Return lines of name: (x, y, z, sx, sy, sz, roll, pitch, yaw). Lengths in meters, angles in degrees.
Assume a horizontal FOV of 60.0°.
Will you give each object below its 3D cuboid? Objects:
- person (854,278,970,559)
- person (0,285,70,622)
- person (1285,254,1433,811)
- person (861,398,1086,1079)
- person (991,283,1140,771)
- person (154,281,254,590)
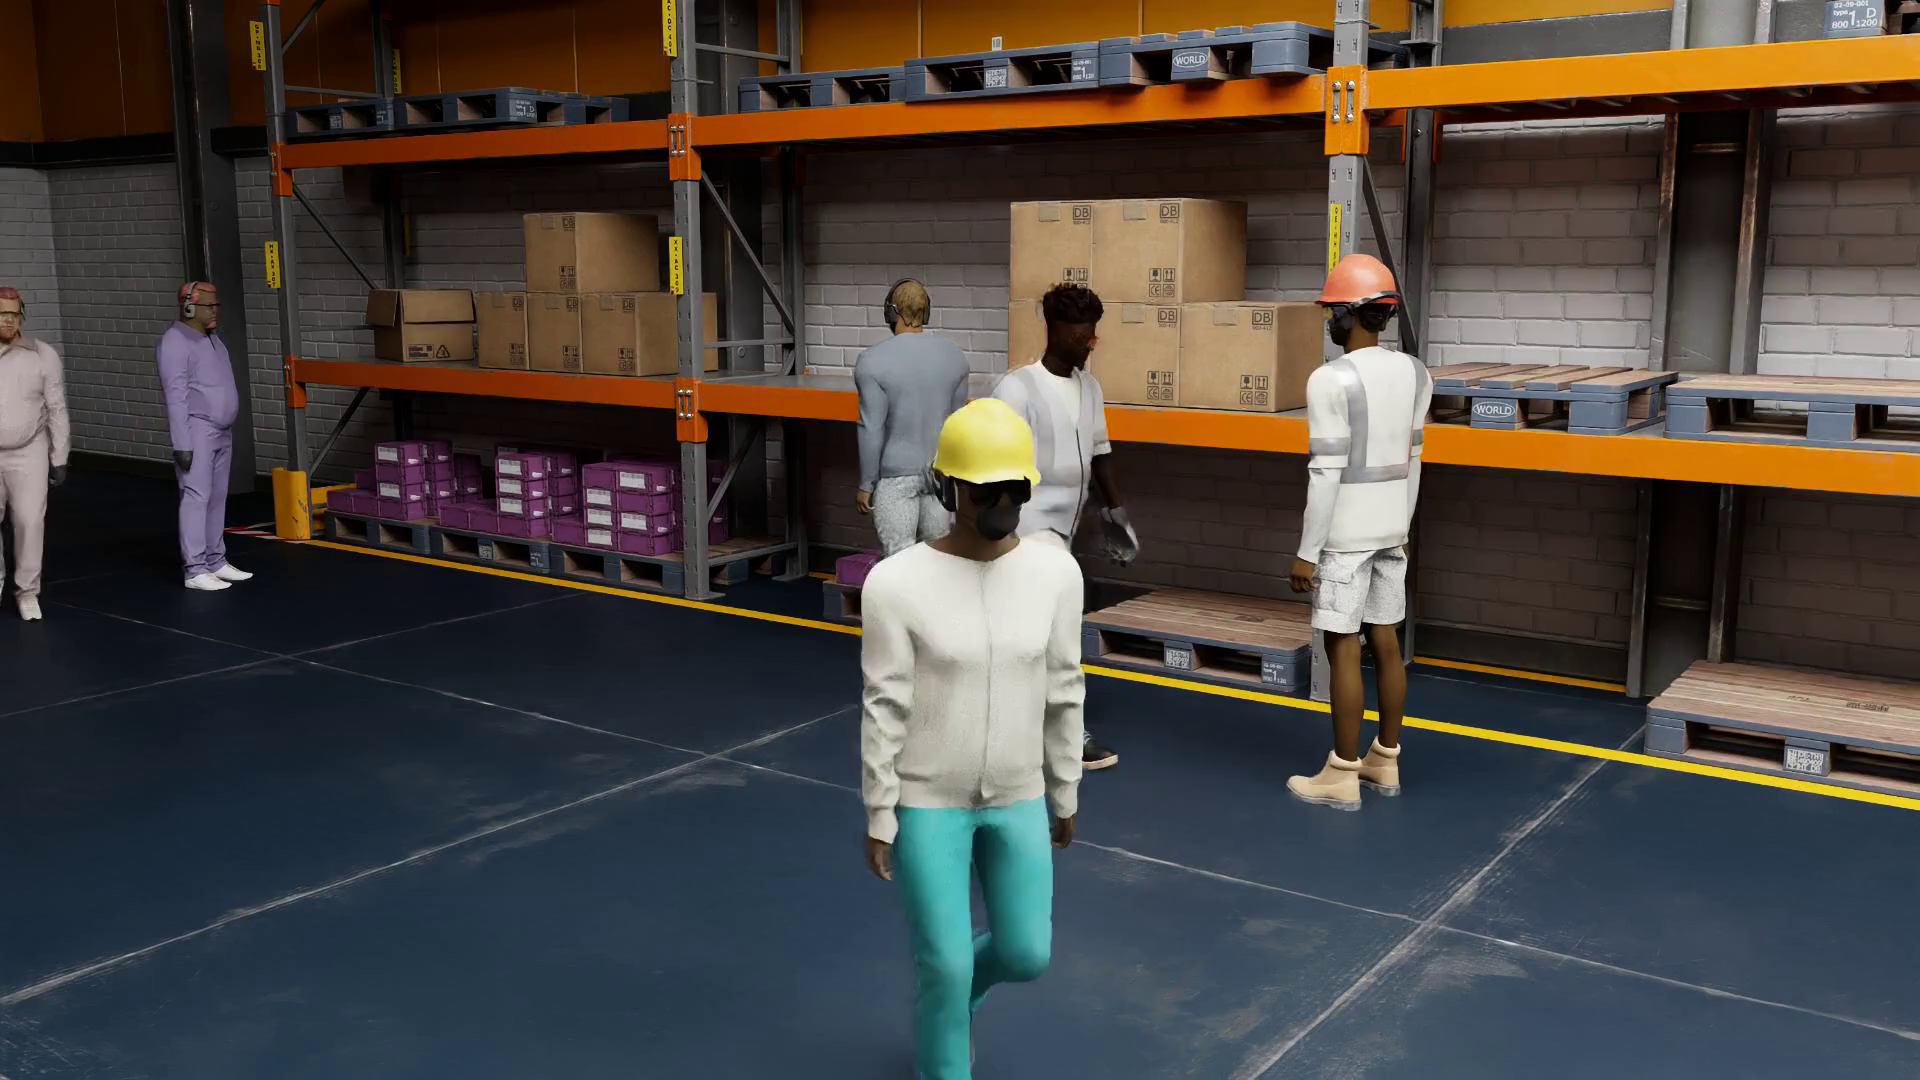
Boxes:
person: (-0.242, -0.302, 8.144, 0.629, 1.940, 0.376, -6, 12, -34)
person: (-5.331, -0.472, 9.301, 0.661, 1.884, 0.420, -7, 12, -35)
person: (1.455, -0.023, 6.165, 0.605, 2.045, 0.381, -7, 12, -37)
person: (0.001, 0.545, 3.688, 0.524, 1.749, 0.558, -4, 10, -22)
person: (0.437, -0.062, 6.742, 0.848, 1.920, 0.641, 7, 12, 37)
person: (-4.666, -0.642, 10.296, 0.401, 1.899, 0.633, 0, 10, 1)
